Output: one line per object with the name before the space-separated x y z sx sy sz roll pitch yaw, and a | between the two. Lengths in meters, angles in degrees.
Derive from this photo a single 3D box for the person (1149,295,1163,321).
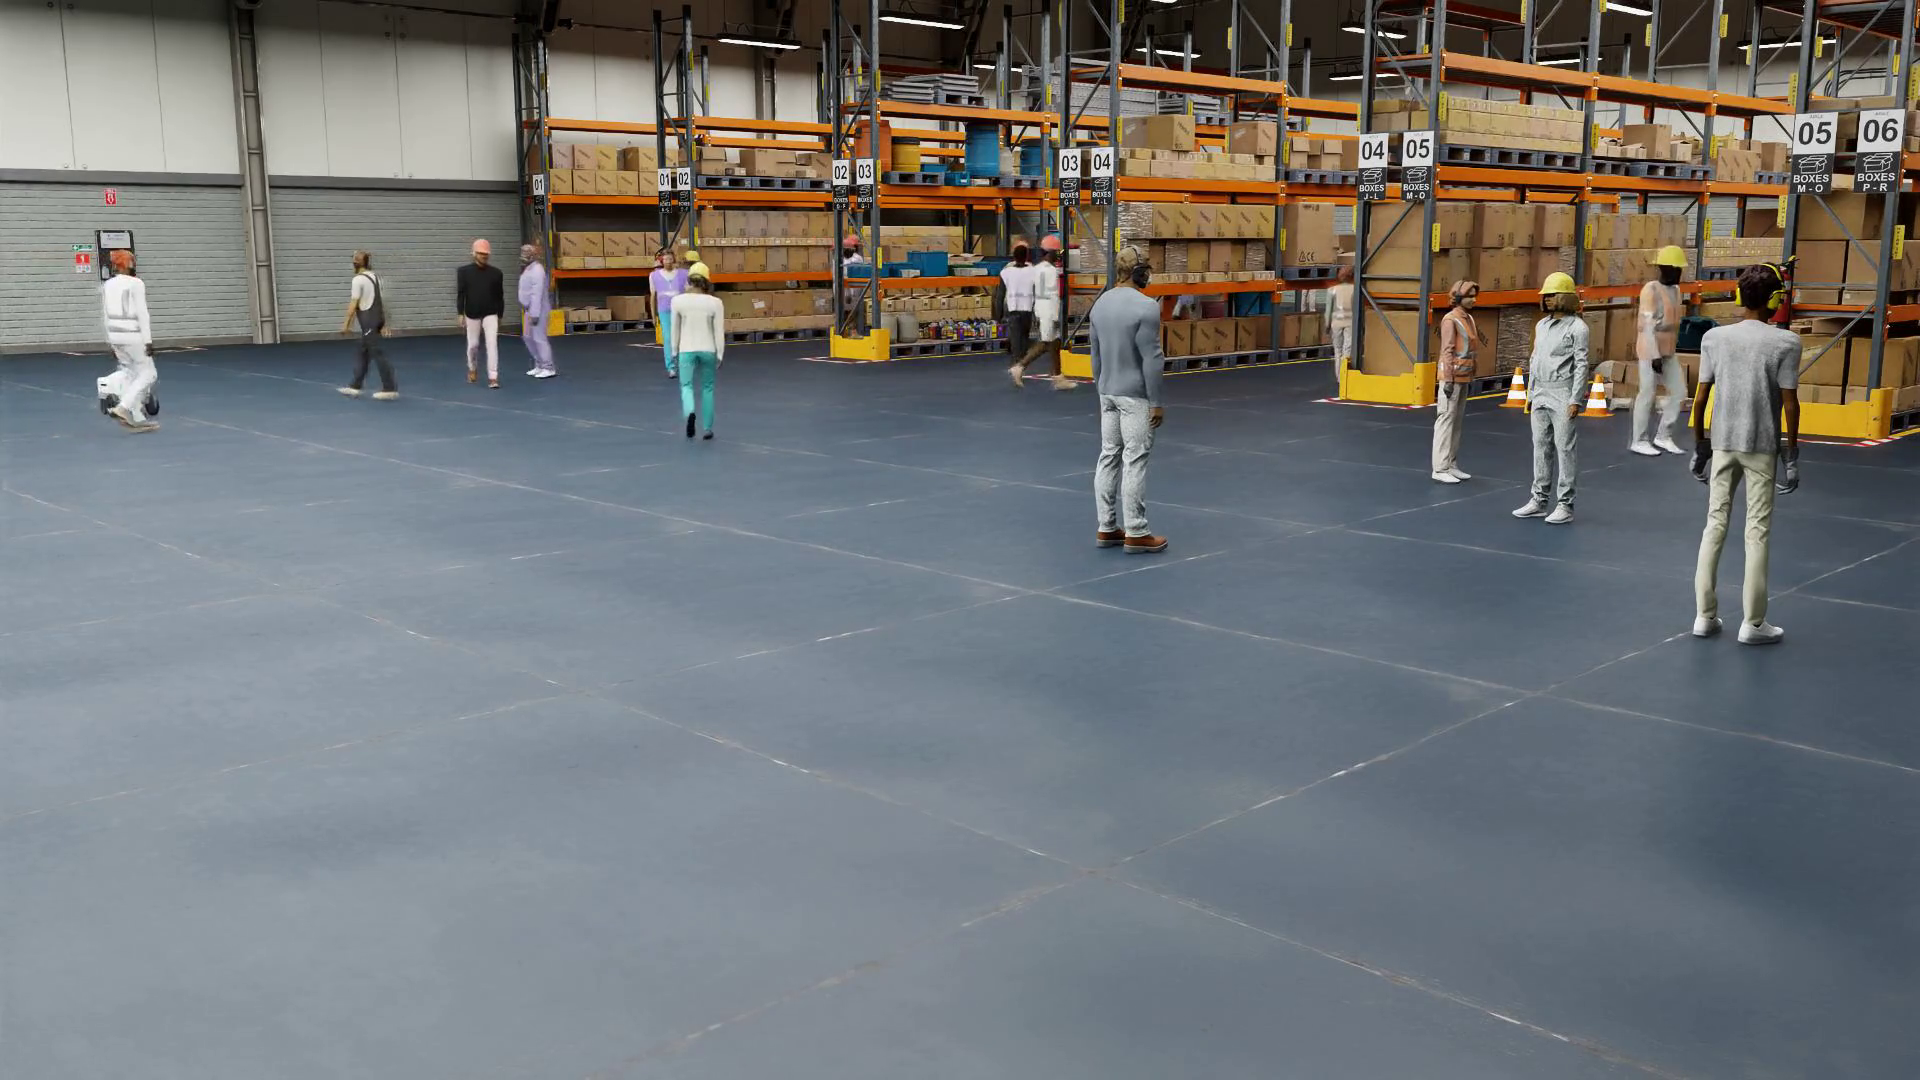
person | 4.517 -5.992 38.485 0.753 1.891 0.778 6 12 28

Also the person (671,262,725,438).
person | -2.570 -1.847 16.300 0.531 1.745 0.644 -1 10 -7

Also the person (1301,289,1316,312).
person | 8.515 -6.388 40.393 0.384 1.993 0.609 -7 13 -35

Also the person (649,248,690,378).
person | -4.122 -3.244 23.707 0.590 1.826 0.700 -3 11 -16

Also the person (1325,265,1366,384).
person | 5.126 -2.855 22.192 0.515 1.604 0.811 5 11 24

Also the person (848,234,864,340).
person | -2.071 -4.836 31.846 0.630 2.020 0.479 9 14 41

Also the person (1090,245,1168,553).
person | 1.078 -0.901 10.618 0.372 1.940 0.630 -7 13 -34

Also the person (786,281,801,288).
person | -3.442 -5.254 34.565 0.329 1.865 0.508 -7 13 -34

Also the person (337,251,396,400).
person | -7.347 -2.624 20.369 0.881 1.799 0.495 1 10 5

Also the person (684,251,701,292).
person | -4.321 -3.835 27.144 0.568 1.742 0.548 -8 13 -37

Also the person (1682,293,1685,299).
person | 12.060 -4.160 28.420 0.435 1.935 0.627 -10 14 -43

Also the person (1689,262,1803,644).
person | 3.896 -0.431 8.247 0.313 1.869 0.538 -9 14 -42

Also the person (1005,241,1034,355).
person | 0.954 -3.990 27.553 0.549 1.920 0.720 7 12 32

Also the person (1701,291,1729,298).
person | 14.068 -4.575 30.945 0.481 1.826 0.658 -6 12 -31

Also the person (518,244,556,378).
person | -5.968 -3.217 23.437 0.520 1.870 0.666 -6 12 -31

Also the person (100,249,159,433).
person | -8.481 -2.021 16.938 0.658 1.856 0.495 5 12 25

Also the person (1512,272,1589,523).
person | 4.164 -0.999 11.684 0.300 1.743 0.493 -5 11 -24

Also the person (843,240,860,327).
person | -2.040 -4.485 30.210 0.402 1.918 0.565 -4 11 -20

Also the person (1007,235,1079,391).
person | 1.071 -2.934 21.522 0.923 2.013 0.617 -2 11 -12

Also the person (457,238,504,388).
person | -6.385 -3.026 22.147 0.625 1.967 0.849 -4 11 -21

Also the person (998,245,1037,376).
person | 0.849 -3.247 23.643 0.607 1.878 0.988 -1 10 -3

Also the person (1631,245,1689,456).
person | 6.398 -1.705 15.089 0.594 1.903 0.586 -6 12 -31

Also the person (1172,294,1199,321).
person | 3.930 -4.119 28.327 0.961 1.894 0.543 -5 11 -25

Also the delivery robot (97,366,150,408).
delivery robot | -9.415 -1.718 18.712 0.707 0.478 0.477 10 14 43

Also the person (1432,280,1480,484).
person | 4.045 -1.290 13.562 0.310 1.636 0.522 7 12 33
